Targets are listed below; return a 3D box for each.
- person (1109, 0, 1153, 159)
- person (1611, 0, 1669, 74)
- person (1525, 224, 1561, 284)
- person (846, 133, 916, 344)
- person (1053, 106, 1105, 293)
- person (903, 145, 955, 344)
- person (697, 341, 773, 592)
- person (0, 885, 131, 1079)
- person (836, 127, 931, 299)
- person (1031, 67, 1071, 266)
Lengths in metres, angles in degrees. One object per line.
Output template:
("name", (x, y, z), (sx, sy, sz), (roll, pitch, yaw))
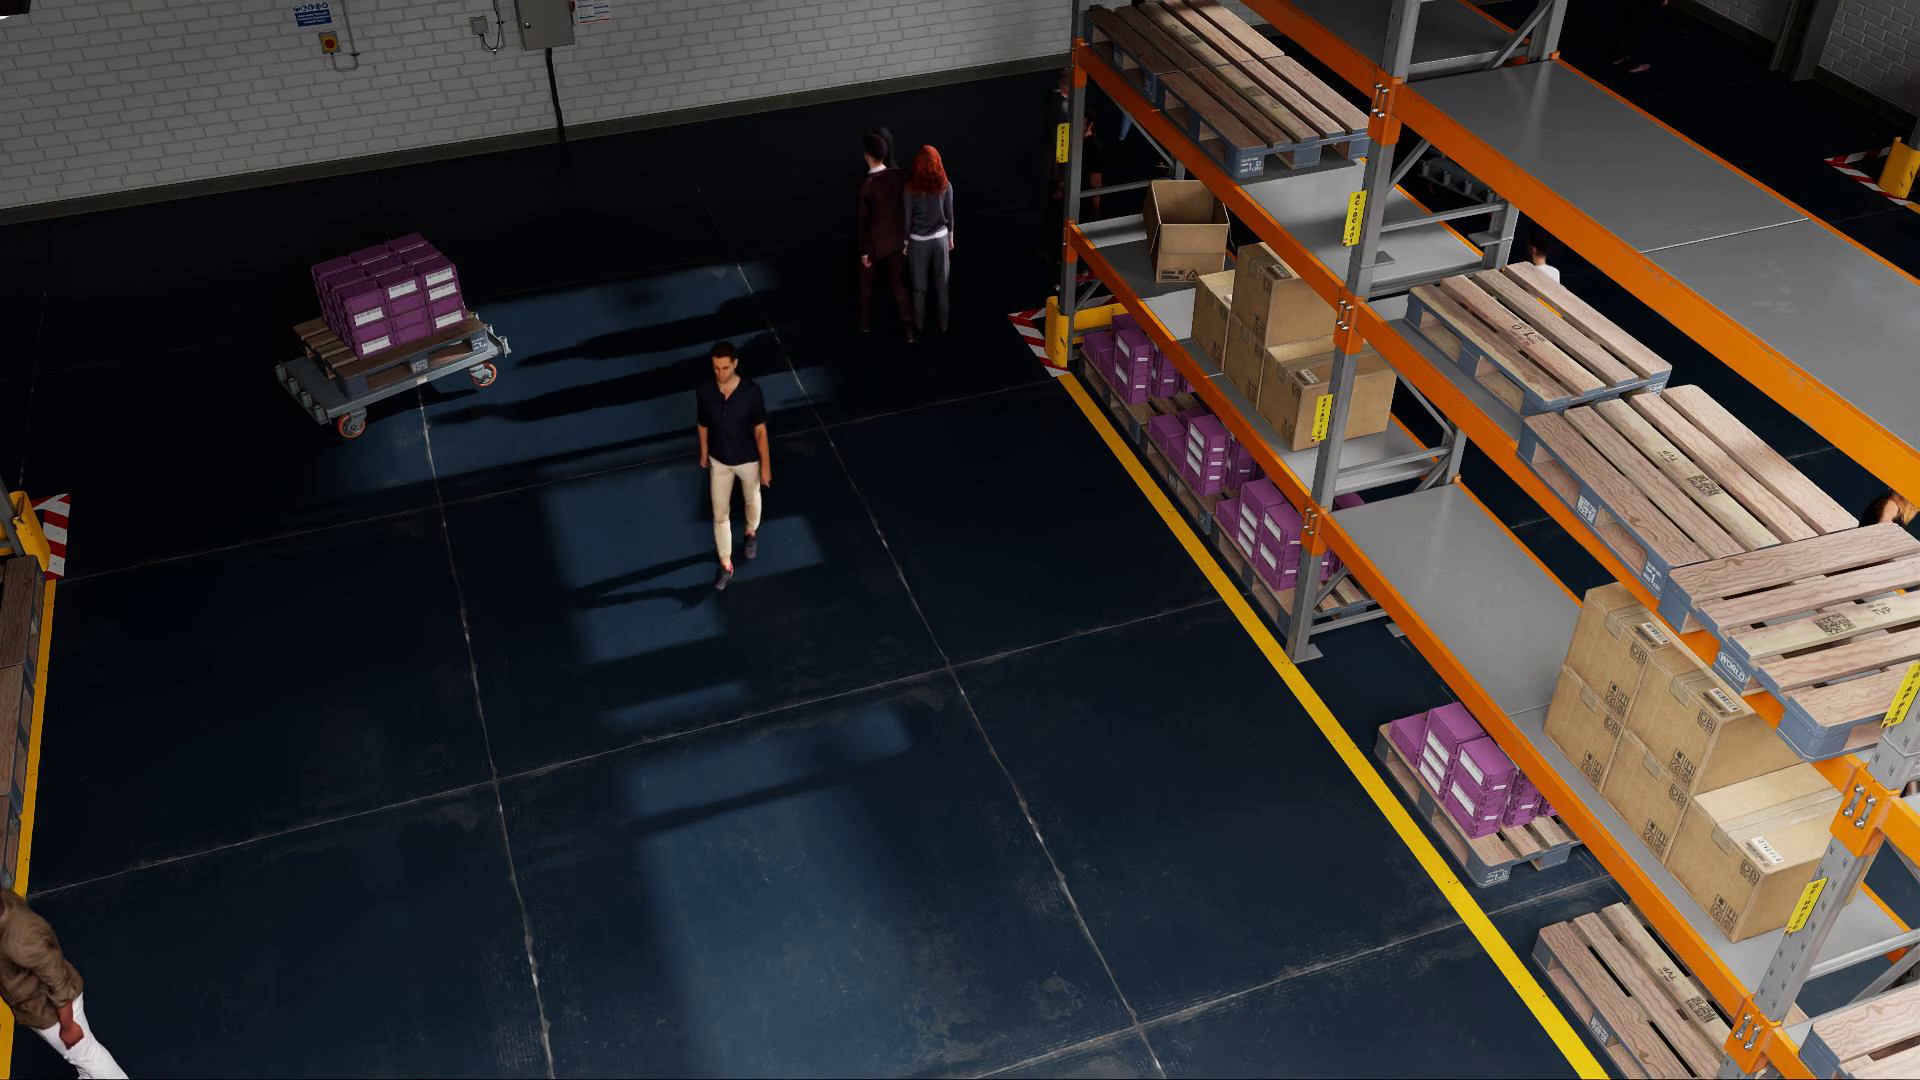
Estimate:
("person", (1.734, -4.619, 16.645), (0.876, 1.668, 1.122), (-27, 46, -30))
("person", (7.612, -6.115, 18.376), (0.773, 1.846, 0.585), (-22, 44, -25))
("person", (4.264, -1.475, 12.568), (0.805, 1.844, 0.929), (-24, 45, -27))
("person", (-0.584, -2.462, 13.805), (0.839, 1.841, 1.076), (-23, 44, -26))
("person", (1.168, -2.990, 14.547), (0.792, 1.741, 0.681), (-3, 39, -4))
("person", (-0.265, -2.466, 13.859), (0.609, 1.780, 0.530), (-8, 39, -10))
("person", (-1.540, -0.626, 11.511), (0.900, 1.835, 1.051), (2, 39, 3))
("person", (-4.397, 2.198, 7.983), (0.735, 1.825, 0.861), (24, 45, 27))
("person", (-0.602, -2.821, 14.455), (0.774, 1.592, 1.059), (-19, 43, -23))
("person", (0.892, -3.375, 14.968), (0.964, 1.817, 0.747), (-14, 41, -17))
